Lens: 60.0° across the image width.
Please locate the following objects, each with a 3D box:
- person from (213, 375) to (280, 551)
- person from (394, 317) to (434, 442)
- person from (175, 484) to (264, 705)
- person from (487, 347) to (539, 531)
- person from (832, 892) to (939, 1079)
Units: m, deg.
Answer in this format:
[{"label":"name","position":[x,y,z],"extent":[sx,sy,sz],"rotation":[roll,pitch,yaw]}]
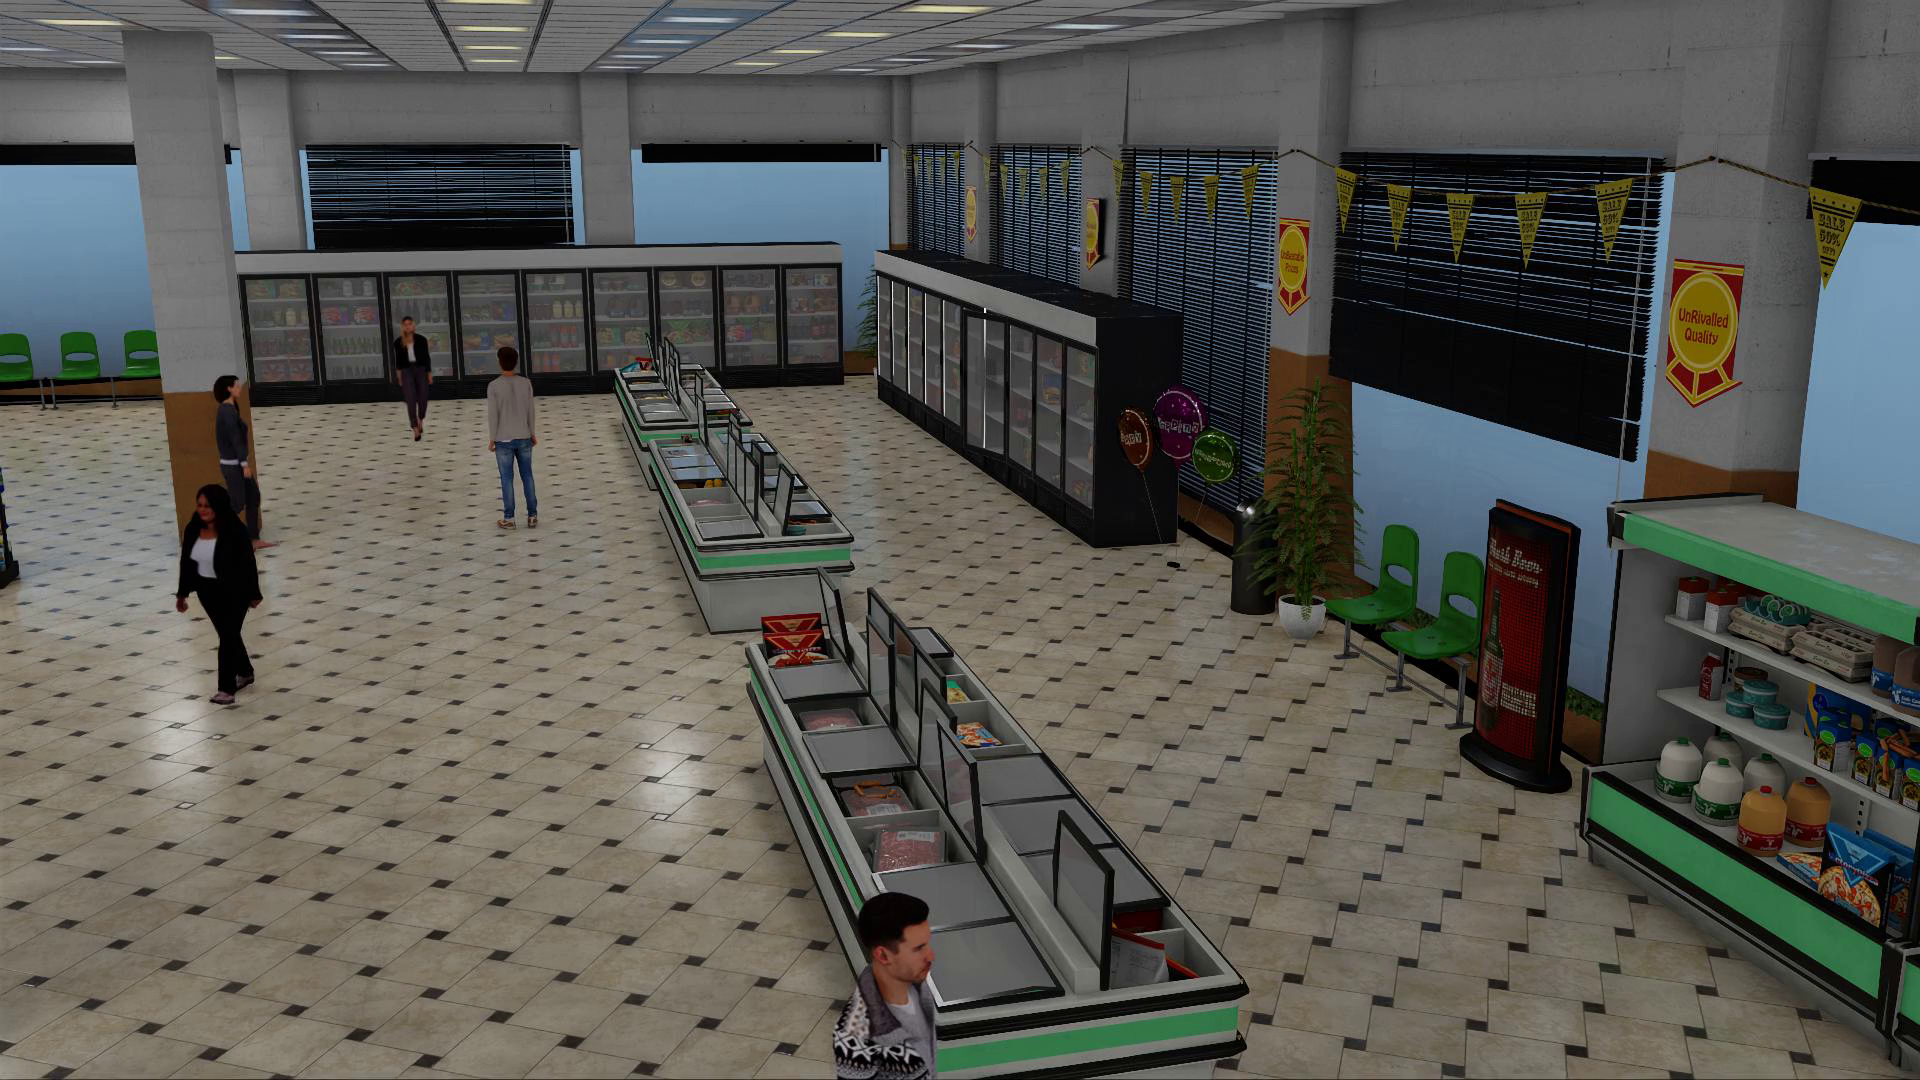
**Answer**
[{"label":"person","position":[-7.159,-0.710,16.213],"extent":[0.806,1.746,1.010],"rotation":[-6,15,-24]},{"label":"person","position":[-7.373,-2.176,22.518],"extent":[0.690,1.623,1.051],"rotation":[-5,15,-21]},{"label":"person","position":[-5.314,0.368,12.118],"extent":[0.892,1.580,1.078],"rotation":[2,14,10]},{"label":"person","position":[-4.656,-1.066,17.341],"extent":[0.724,1.905,0.689],"rotation":[-9,16,-32]},{"label":"person","position":[-0.232,1.927,5.097],"extent":[0.821,1.860,0.682],"rotation":[3,14,14]}]
